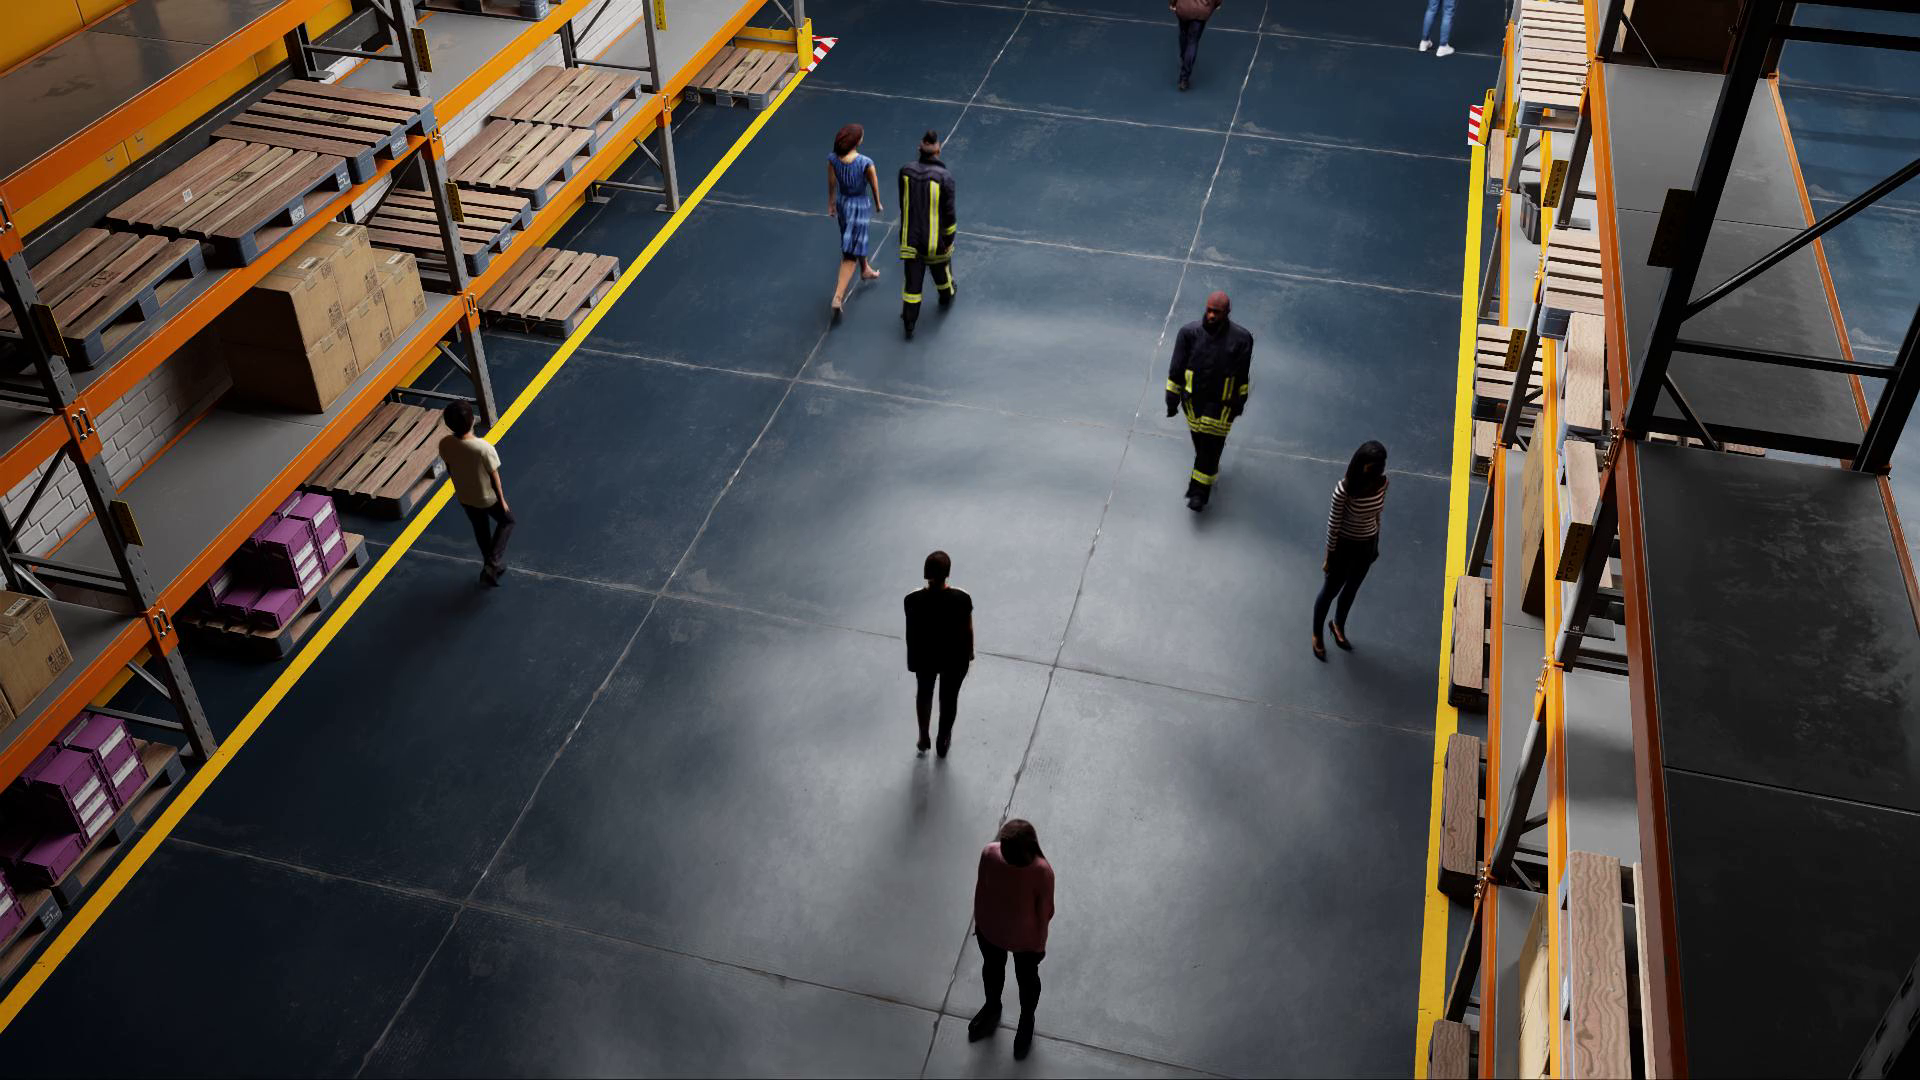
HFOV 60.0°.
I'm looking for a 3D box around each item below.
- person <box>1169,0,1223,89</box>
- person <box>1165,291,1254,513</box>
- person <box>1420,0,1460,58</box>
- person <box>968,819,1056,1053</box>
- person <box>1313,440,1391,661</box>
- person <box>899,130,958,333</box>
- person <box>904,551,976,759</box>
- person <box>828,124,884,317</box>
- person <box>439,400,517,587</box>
[{"bbox_3d":[2.655,-6.066,19.015,0.772,1.799,1.104,11,40,13],"label":"person"},{"bbox_3d":[1.952,-1.168,12.897,0.856,1.779,1.168,14,41,17],"label":"person"},{"bbox_3d":[5.808,-6.695,19.795,0.766,1.808,0.753,31,48,32],"label":"person"},{"bbox_3d":[0.284,2.077,8.908,0.636,1.687,0.598,17,42,20],"label":"person"},{"bbox_3d":[2.668,0.066,11.340,0.672,1.794,0.718,-17,42,-20],"label":"person"},{"bbox_3d":[-0.331,-2.699,14.785,0.819,1.816,1.164,12,40,14],"label":"person"},{"bbox_3d":[-0.136,0.782,10.553,0.616,1.658,0.661,4,39,6],"label":"person"},{"bbox_3d":[-0.991,-2.844,15.016,0.877,1.754,1.241,20,43,23],"label":"person"},{"bbox_3d":[-3.471,-0.276,11.942,0.595,1.577,0.651,9,40,11],"label":"person"}]
